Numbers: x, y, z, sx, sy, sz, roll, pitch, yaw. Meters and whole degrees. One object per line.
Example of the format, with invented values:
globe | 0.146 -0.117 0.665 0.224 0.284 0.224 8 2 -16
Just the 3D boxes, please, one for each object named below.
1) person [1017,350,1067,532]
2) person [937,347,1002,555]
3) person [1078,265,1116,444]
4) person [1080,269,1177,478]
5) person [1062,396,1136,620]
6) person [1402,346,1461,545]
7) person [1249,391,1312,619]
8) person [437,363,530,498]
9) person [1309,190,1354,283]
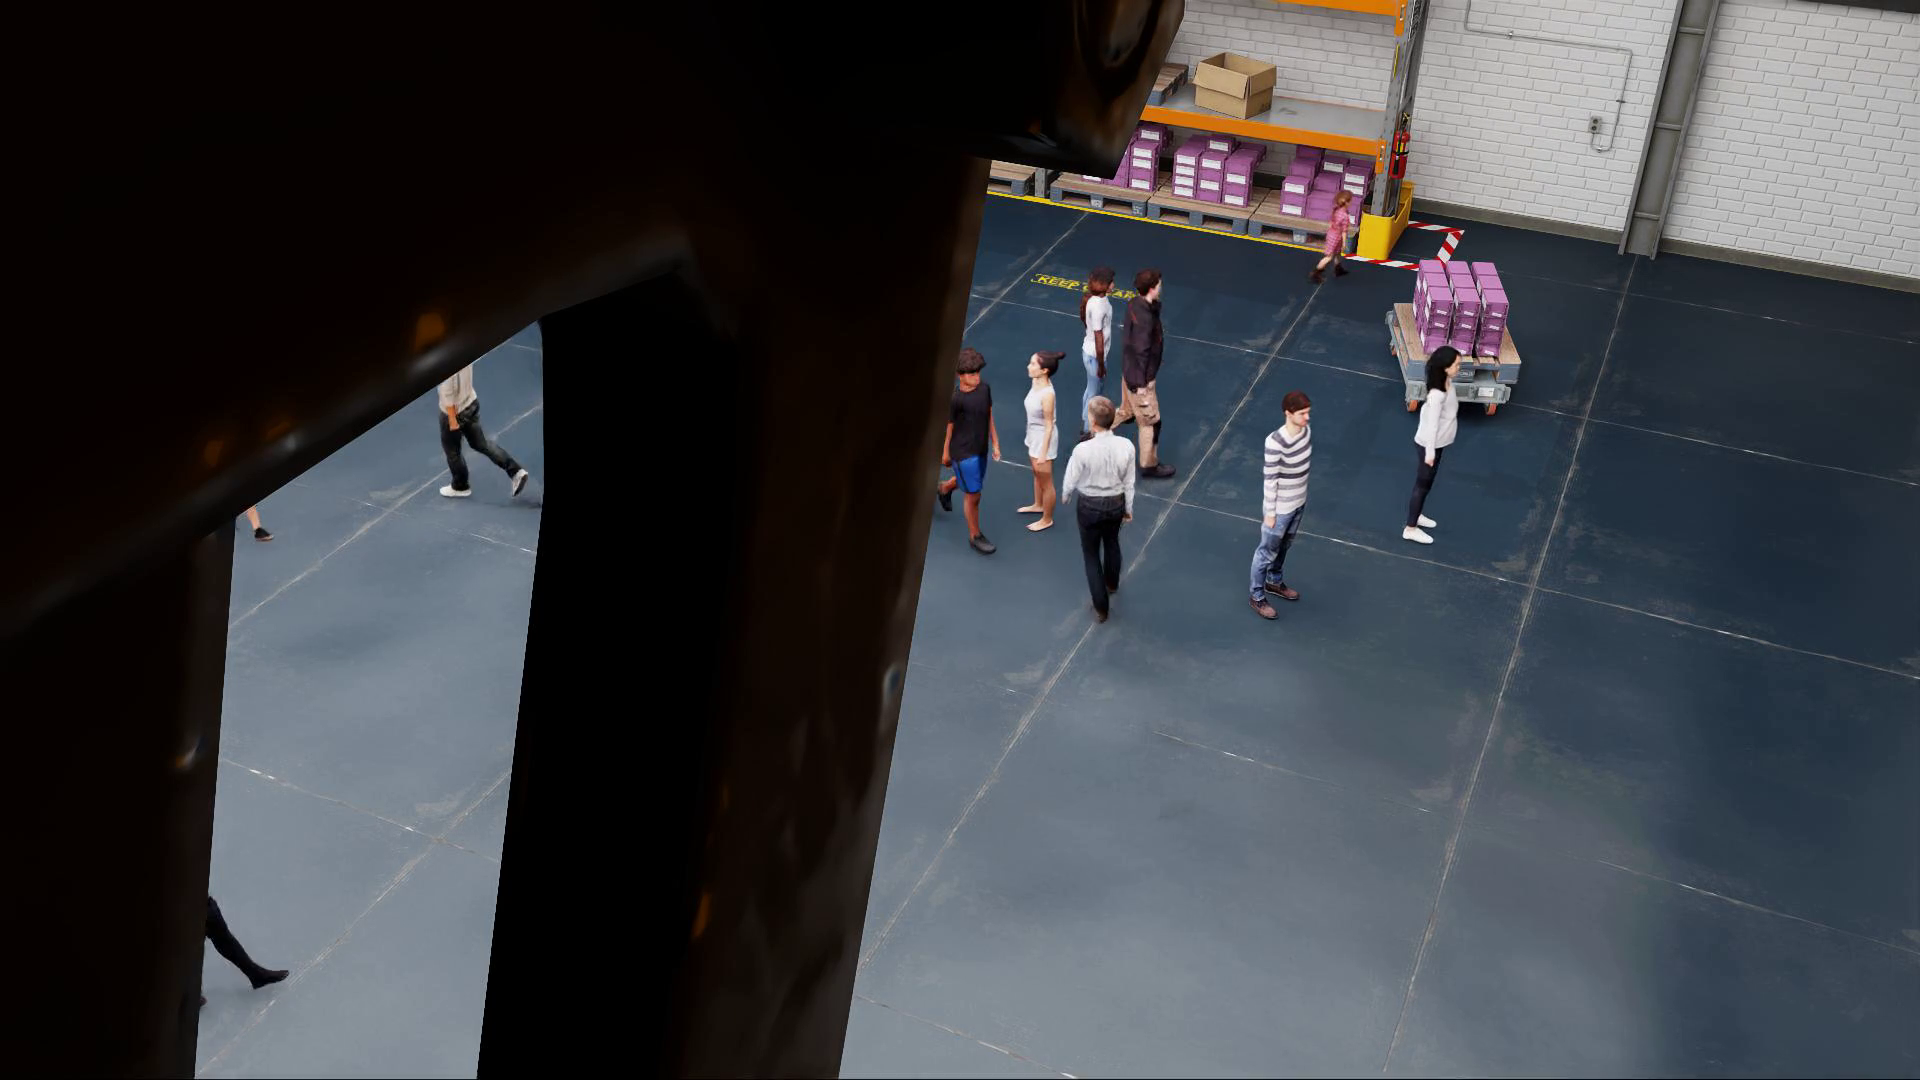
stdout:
person | 0.674 -0.830 13.568 0.709 1.602 0.667 -7 34 -10
person | 0.019 -0.770 13.322 1.163 1.775 0.877 28 43 35
person | 1.198 -1.617 14.646 0.647 1.720 0.660 1 34 2
person | 1.462 -1.406 14.160 1.205 1.906 1.023 0 34 0
person | 1.063 -0.212 12.467 0.948 1.792 0.993 -6 34 -9
person | 3.791 -0.796 13.427 0.570 1.701 0.644 12 36 18
person | 2.433 -0.301 12.544 0.640 1.854 0.707 26 42 34
person | -4.057 -1.098 13.805 1.132 1.786 0.846 7 34 10
person | 3.975 -3.231 17.713 0.758 1.012 0.691 -11 35 -15
